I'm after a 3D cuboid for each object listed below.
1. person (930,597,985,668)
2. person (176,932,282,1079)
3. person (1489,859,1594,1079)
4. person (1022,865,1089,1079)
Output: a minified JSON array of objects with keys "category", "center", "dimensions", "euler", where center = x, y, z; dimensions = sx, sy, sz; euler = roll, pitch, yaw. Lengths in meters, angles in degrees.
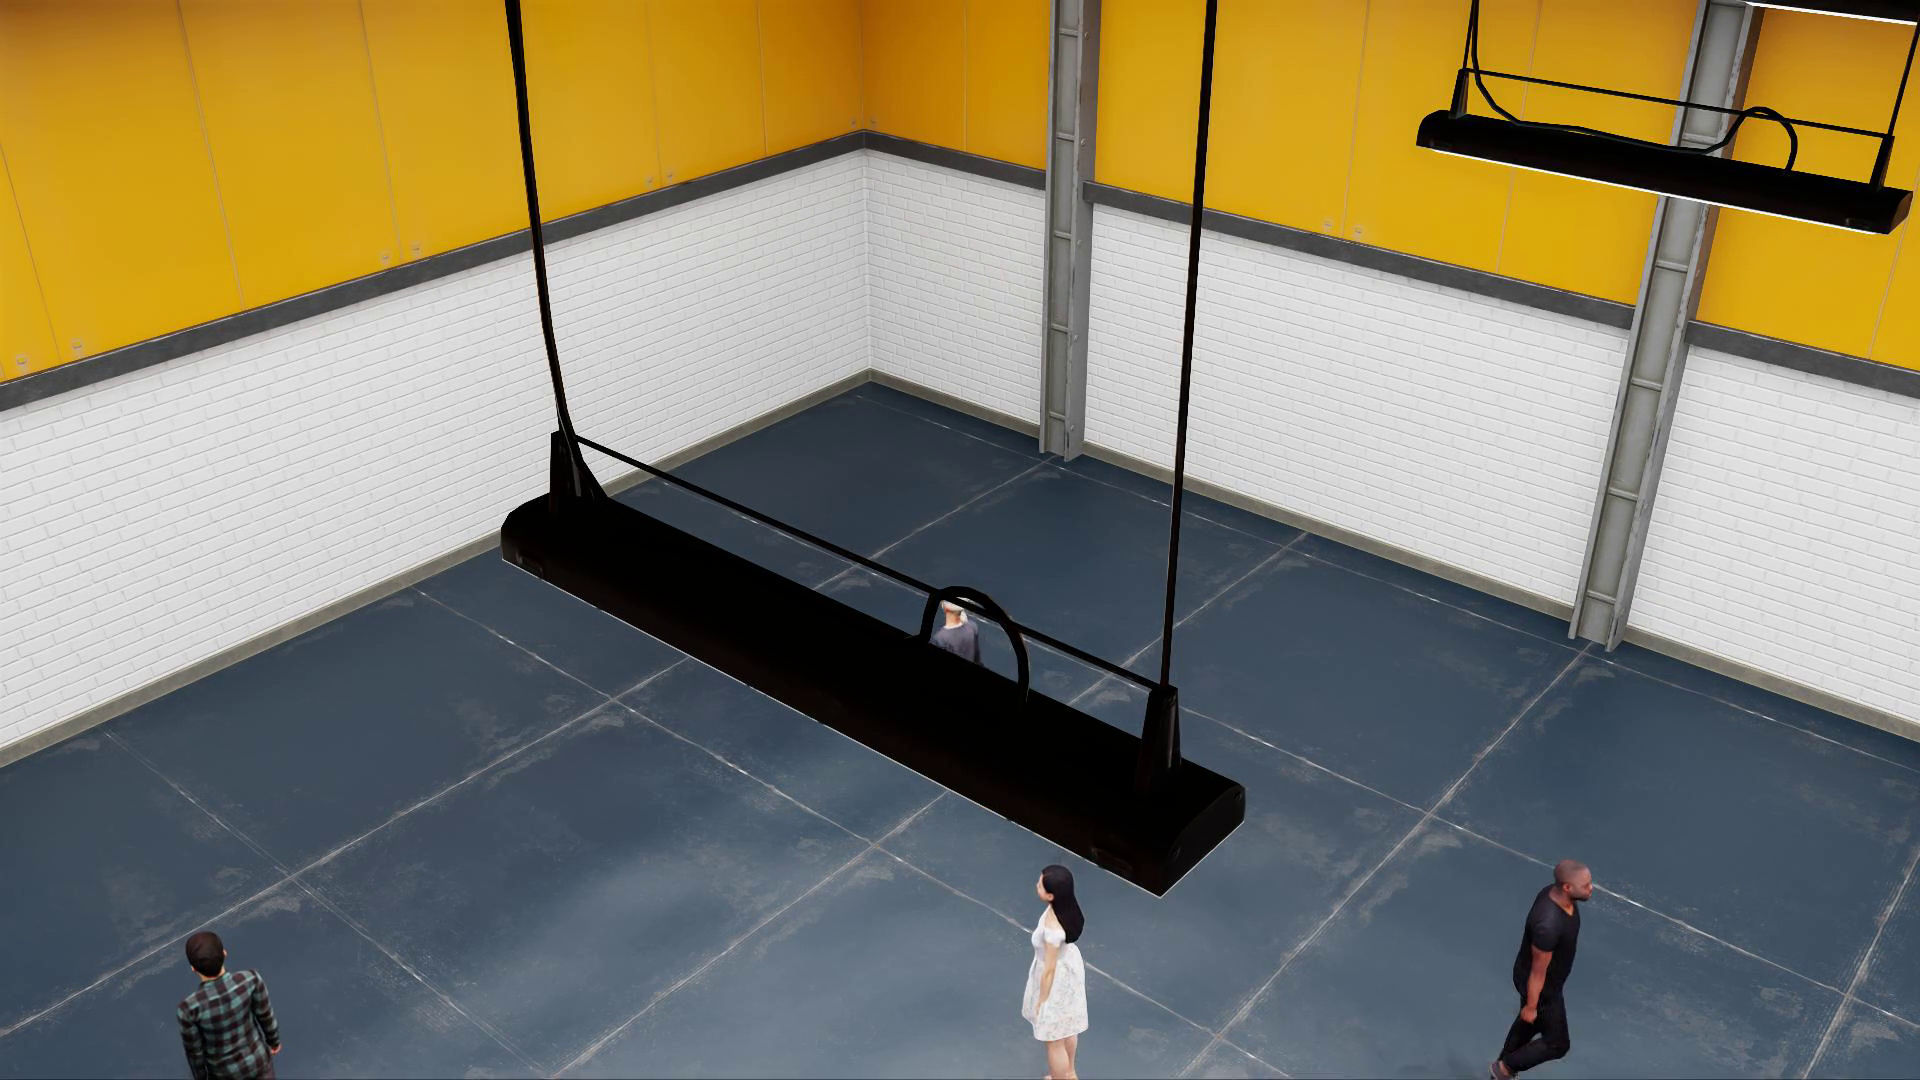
[{"category":"person","center":[0.010,1.162,12.634],"dimensions":[0.695,1.708,0.840],"euler":[-23,36,-35]},{"category":"person","center":[-4.059,2.895,9.354],"dimensions":[0.684,1.710,0.550],"euler":[-25,37,-38]},{"category":"person","center":[3.359,2.609,9.878],"dimensions":[0.710,1.807,0.720],"euler":[16,32,27]},{"category":"person","center":[0.572,2.650,9.849],"dimensions":[0.759,1.764,0.744],"euler":[8,30,15]}]
